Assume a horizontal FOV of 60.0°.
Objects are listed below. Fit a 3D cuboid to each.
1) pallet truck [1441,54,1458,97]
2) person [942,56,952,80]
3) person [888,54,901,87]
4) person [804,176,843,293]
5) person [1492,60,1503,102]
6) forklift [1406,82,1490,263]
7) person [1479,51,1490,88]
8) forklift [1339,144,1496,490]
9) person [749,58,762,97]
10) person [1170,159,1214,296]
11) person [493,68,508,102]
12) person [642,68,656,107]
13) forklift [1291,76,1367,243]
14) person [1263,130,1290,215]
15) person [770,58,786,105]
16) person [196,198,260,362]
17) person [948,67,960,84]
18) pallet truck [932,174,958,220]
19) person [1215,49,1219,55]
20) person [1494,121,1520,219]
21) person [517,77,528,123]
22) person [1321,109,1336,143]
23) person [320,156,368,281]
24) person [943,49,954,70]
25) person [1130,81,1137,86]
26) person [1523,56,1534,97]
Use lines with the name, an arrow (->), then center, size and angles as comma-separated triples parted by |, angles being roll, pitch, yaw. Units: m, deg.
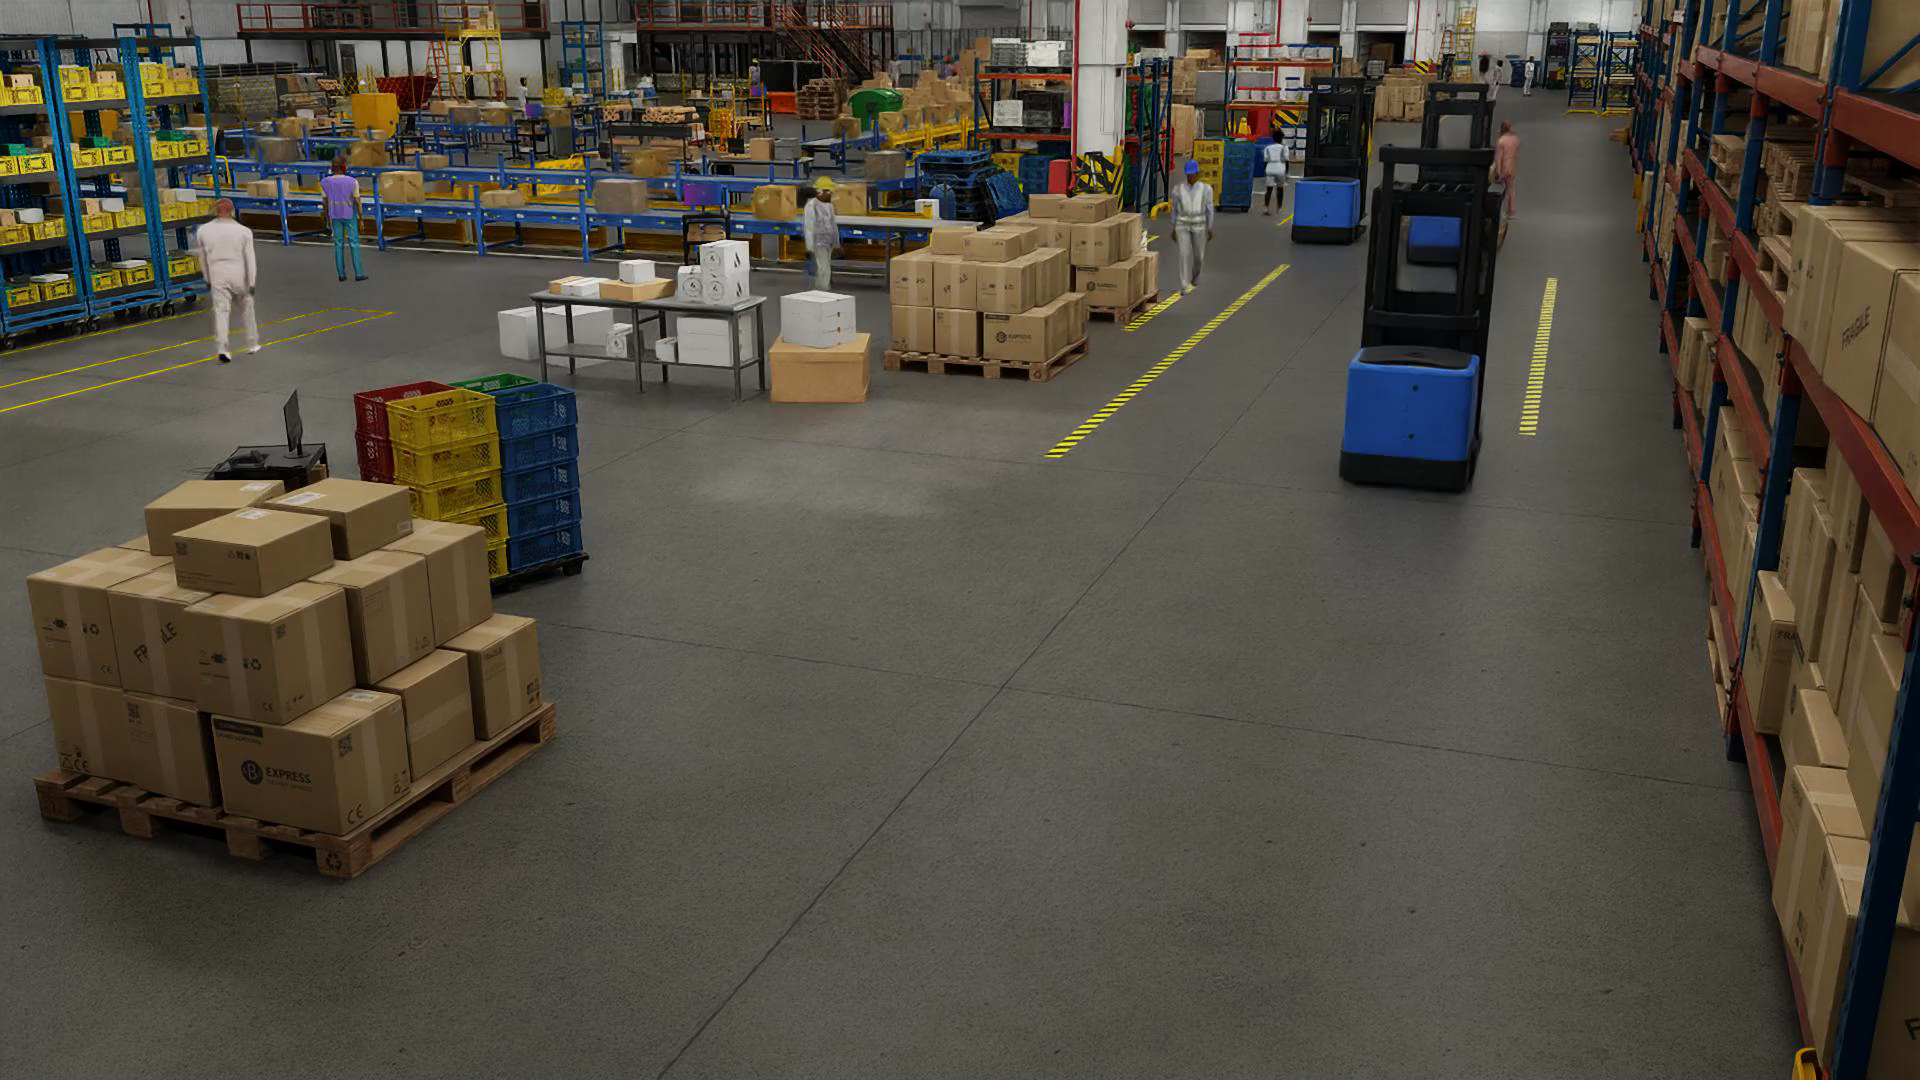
pallet truck -> 22.765, -21.886, 78.355 | 0.823, 1.965, 1.885 | -4, 18, -14
person -> -0.485, -20.904, 75.297 | 1.093, 1.988, 0.619 | -4, 18, -12
person -> -3.179, -22.802, 81.373 | 0.635, 1.917, 0.782 | 1, 18, 3
person -> -1.728, -3.930, 22.223 | 0.658, 1.813, 0.626 | 8, 19, 24
person -> 23.905, -20.398, 73.959 | 0.431, 1.835, 0.624 | 6, 19, 18
forklift -> 7.957, -5.975, 26.929 | 1.129, 2.768, 1.873 | 6, 19, 19
person -> 26.777, -23.963, 84.918 | 0.622, 1.977, 0.747 | -6, 19, -19
forklift -> 4.036, -2.009, 14.469 | 1.129, 2.768, 1.873 | 6, 19, 19
person -> -8.992, -20.195, 73.157 | 0.587, 1.927, 0.367 | -12, 21, -33
person -> 3.300, -4.480, 23.774 | 0.626, 1.926, 0.583 | 2, 18, 6
person -> -18.109, -17.715, 65.628 | 0.524, 1.769, 0.309 | -4, 18, -13
person -> -11.542, -16.656, 62.143 | 0.803, 1.856, 0.613 | 7, 19, 22
forklift -> 6.598, -6.755, 29.381 | 1.129, 2.768, 1.873 | 6, 19, 19
person -> 6.288, -7.322, 33.164 | 0.539, 1.647, 0.890 | 8, 19, 22
person -> -7.633, -19.475, 70.711 | 0.974, 2.000, 0.709 | 11, 21, 31
person -> -8.496, -3.024, 19.324 | 0.642, 1.864, 0.967 | -4, 18, -12
person -> -0.161, -16.876, 62.772 | 0.556, 1.899, 0.910 | -11, 21, -32
pallet truck -> -0.507, -5.292, 27.348 | 0.653, 1.274, 1.630 | 6, 19, 19
person -> 14.089, -26.218, 92.134 | 0.560, 1.901, 0.783 | -16, 23, -40
person -> 10.619, -7.279, 32.688 | 0.644, 1.857, 0.977 | -9, 20, -25
person -> -14.226, -14.143, 54.268 | 0.498, 1.857, 0.336 | 13, 22, 36
person -> 10.425, -11.770, 47.058 | 0.318, 1.698, 0.534 | -14, 22, -36
person -> -9.234, -4.801, 24.925 | 0.570, 1.841, 0.372 | -1, 18, -2
person -> -0.630, -26.128, 91.801 | 0.615, 1.941, 0.475 | 2, 18, 7
person -> 9.402, -25.401, 89.789 | 0.523, 1.760, 0.327 | 0, 18, -1
person -> 26.952, -21.948, 78.737 | 0.573, 1.883, 0.356 | -11, 21, -31
